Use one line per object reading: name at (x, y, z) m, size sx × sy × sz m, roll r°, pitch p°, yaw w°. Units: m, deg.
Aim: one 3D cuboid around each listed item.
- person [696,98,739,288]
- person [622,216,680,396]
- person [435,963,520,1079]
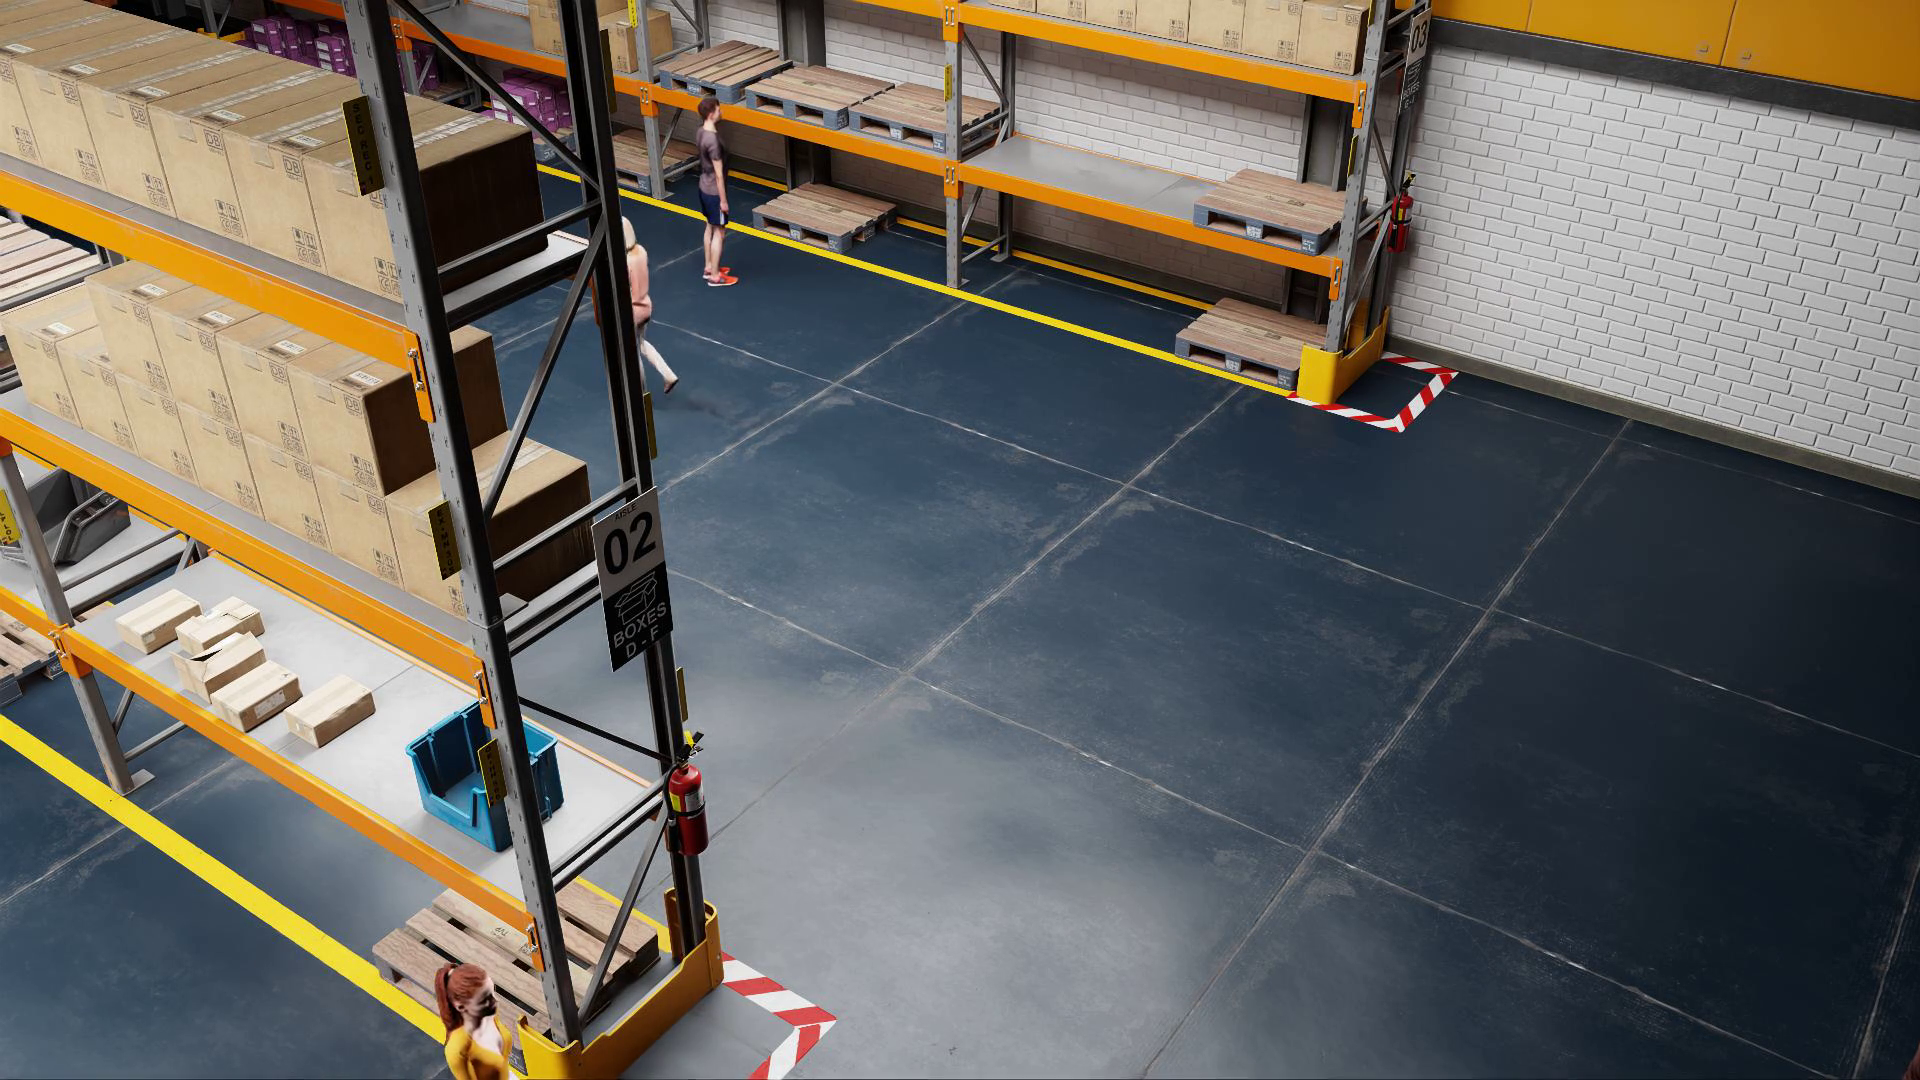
person at (-2.395, -3.375, 16.134) m, size 0.786 × 1.847 × 0.674 m, roll -13°, pitch 36°, yaw -19°
person at (-2.689, -1.918, 14.059) m, size 0.849 × 1.717 × 0.707 m, roll 13°, pitch 36°, yaw 18°
person at (-2.183, 2.550, 7.372) m, size 1.274 × 1.679 × 0.921 m, roll 6°, pitch 34°, yaw 10°
